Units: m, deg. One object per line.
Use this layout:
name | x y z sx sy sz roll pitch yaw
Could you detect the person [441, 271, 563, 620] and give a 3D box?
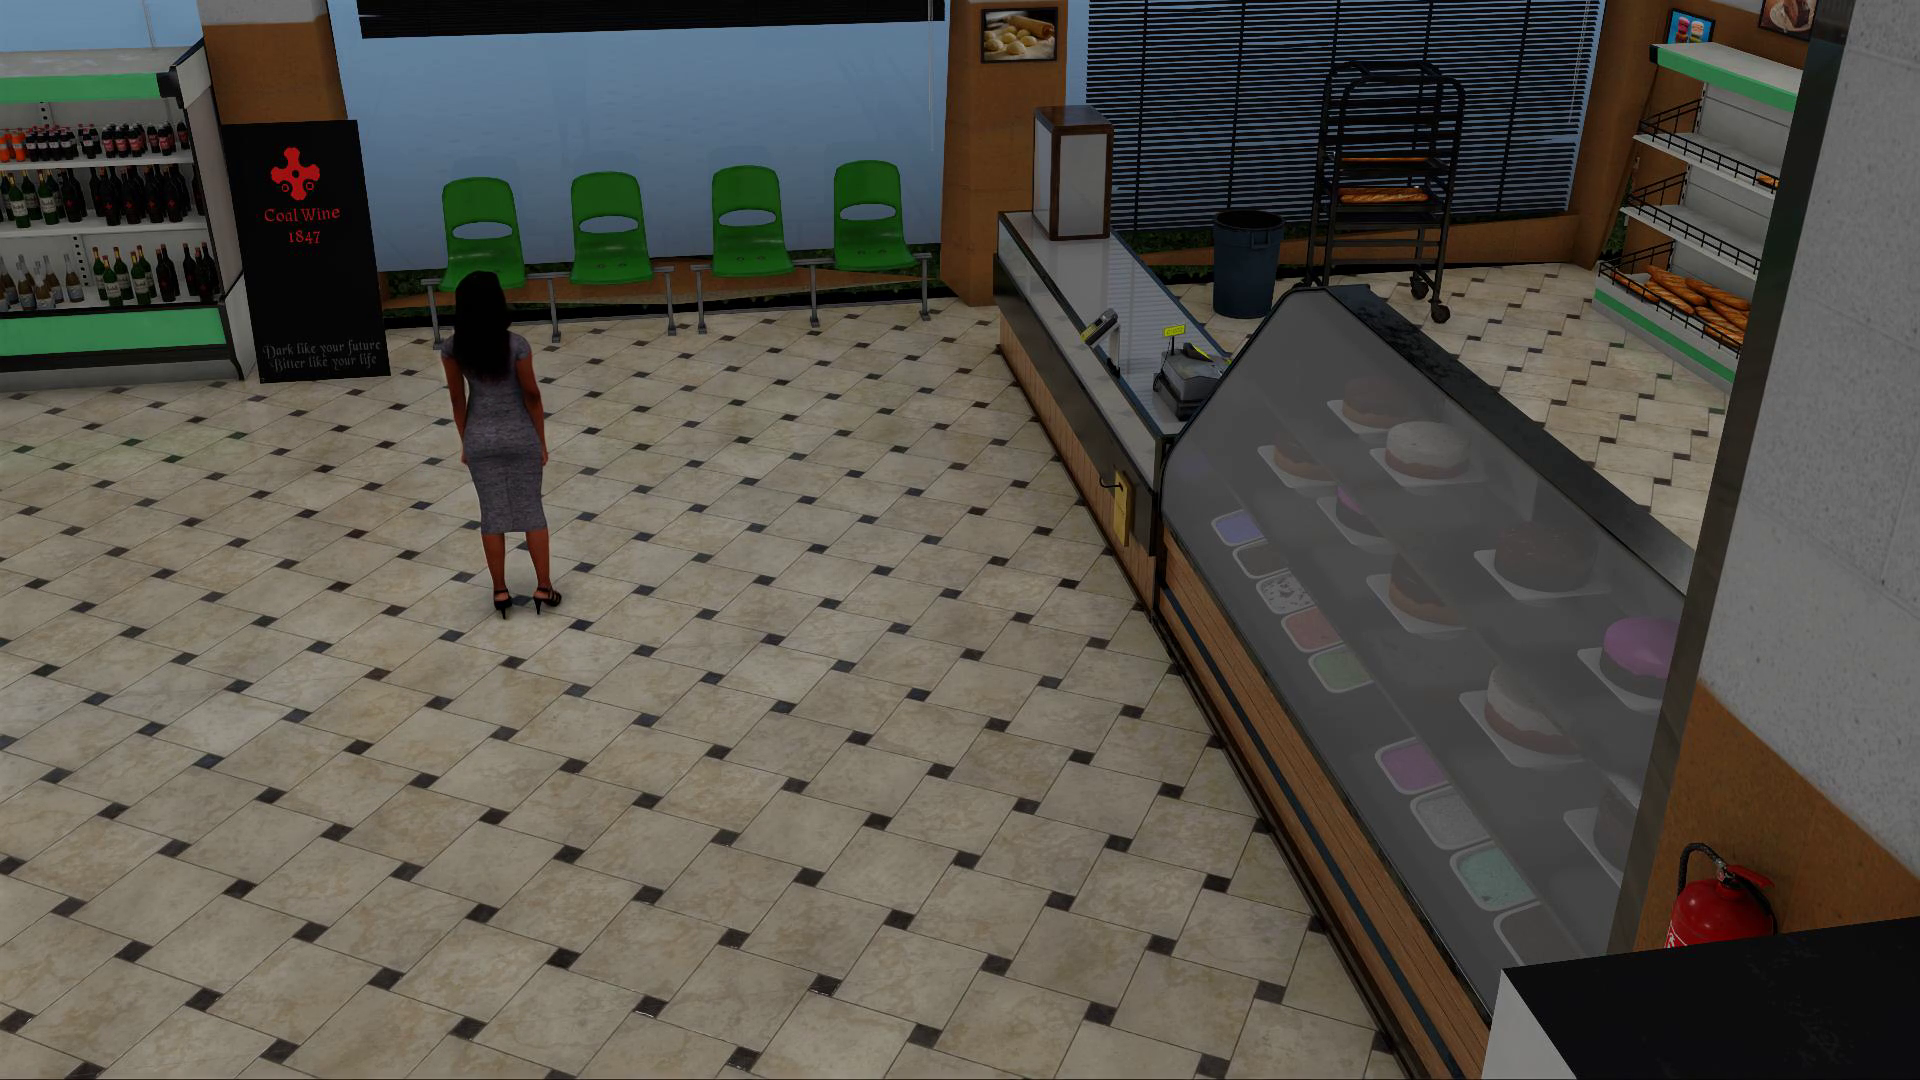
person | -2.212 -0.442 8.048 0.480 1.781 0.660 -2 27 -3
